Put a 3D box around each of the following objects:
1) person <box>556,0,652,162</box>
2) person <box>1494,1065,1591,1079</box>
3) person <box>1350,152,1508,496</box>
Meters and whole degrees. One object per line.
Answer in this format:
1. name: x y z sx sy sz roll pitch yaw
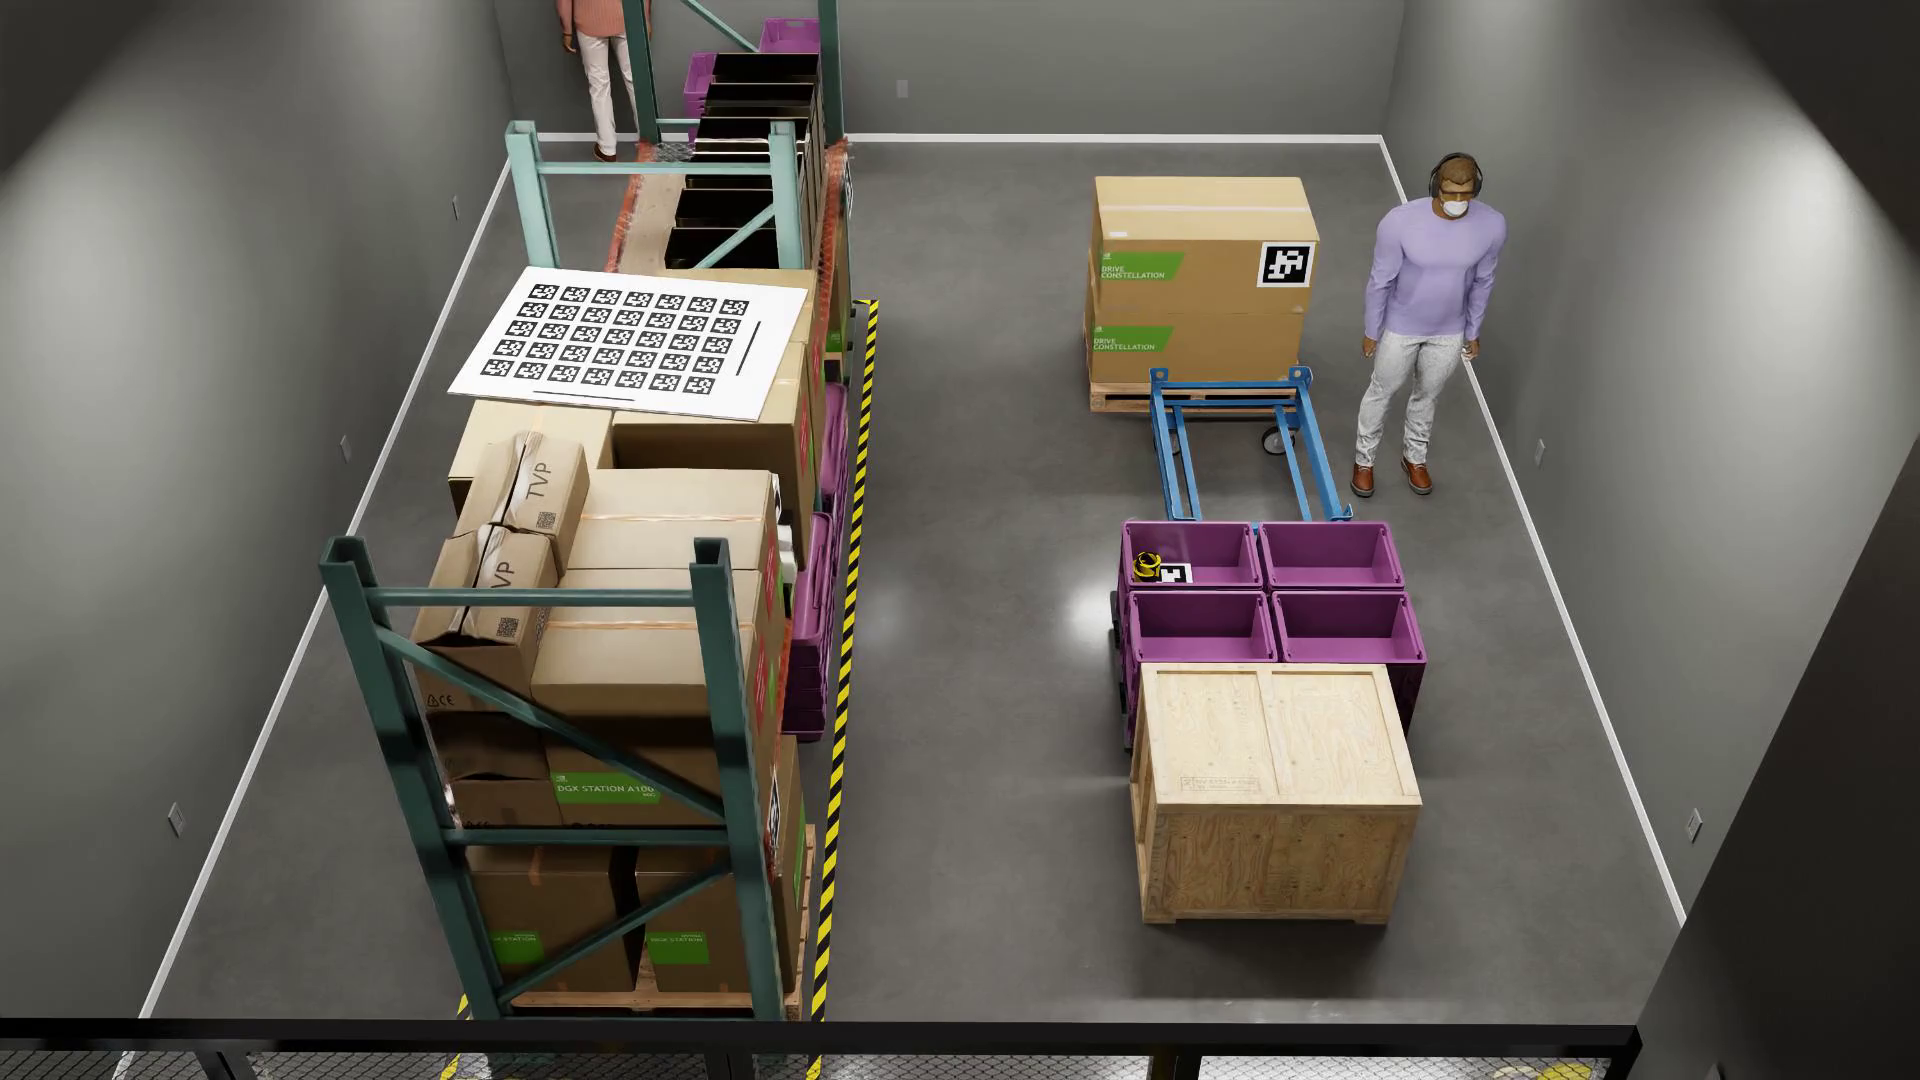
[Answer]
1. person: -2.343 -3.436 10.989 0.624 1.992 0.390 -16 44 -17
2. person: 1.600 2.071 4.831 0.404 1.833 0.590 5 41 5
3. person: 2.318 -1.061 8.324 0.630 1.940 0.370 -1 41 -2
